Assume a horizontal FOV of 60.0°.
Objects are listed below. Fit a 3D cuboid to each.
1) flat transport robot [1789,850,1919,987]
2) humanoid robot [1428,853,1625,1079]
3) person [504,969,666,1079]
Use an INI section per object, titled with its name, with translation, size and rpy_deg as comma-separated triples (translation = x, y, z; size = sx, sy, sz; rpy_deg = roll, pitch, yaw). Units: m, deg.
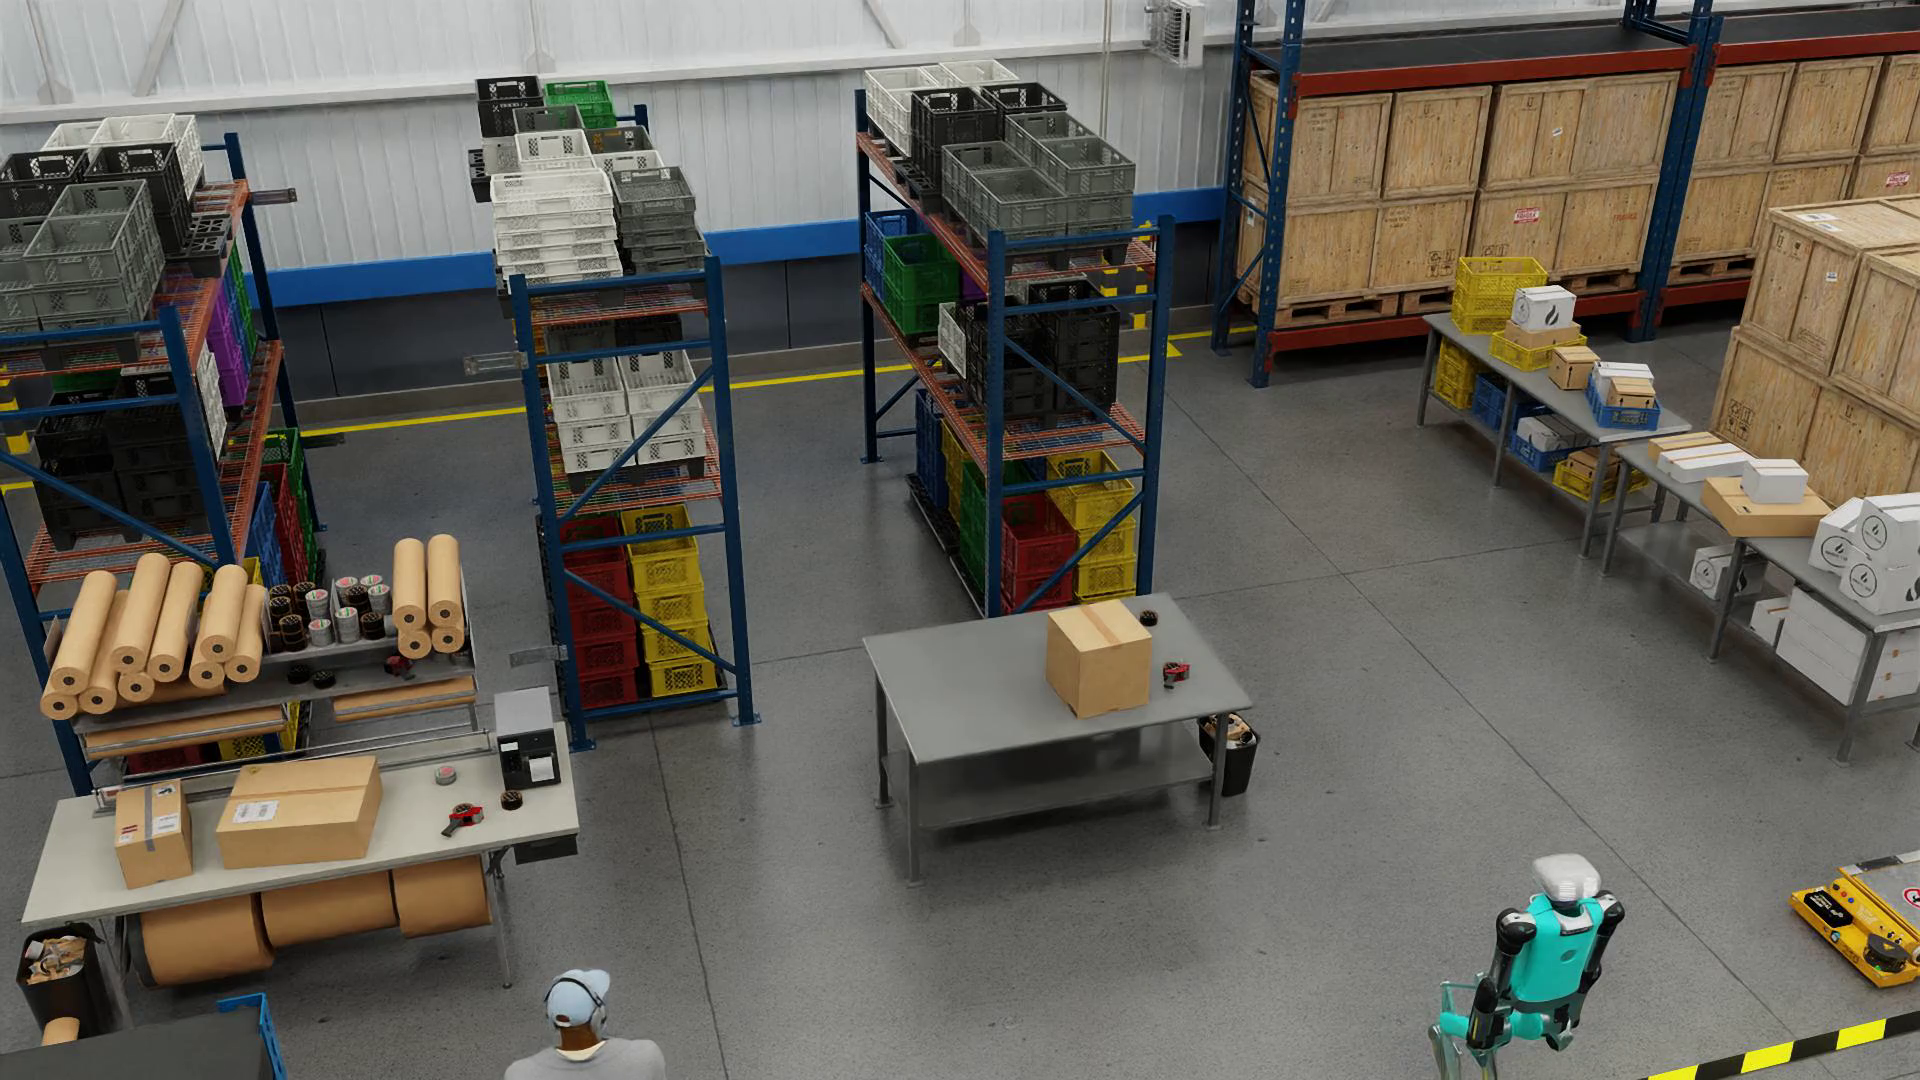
[flat transport robot]
translation = 5.163, 1.916, 8.676
size = 1.431, 0.231, 0.659
rpy_deg = -8, 30, -14
[humanoid robot]
translation = 2.298, 1.895, 7.049
size = 0.533, 1.677, 0.735
rpy_deg = -8, 30, -14
[person]
translation = -1.352, 2.343, 6.257
size = 0.587, 1.850, 0.396
rpy_deg = -6, 29, -11
